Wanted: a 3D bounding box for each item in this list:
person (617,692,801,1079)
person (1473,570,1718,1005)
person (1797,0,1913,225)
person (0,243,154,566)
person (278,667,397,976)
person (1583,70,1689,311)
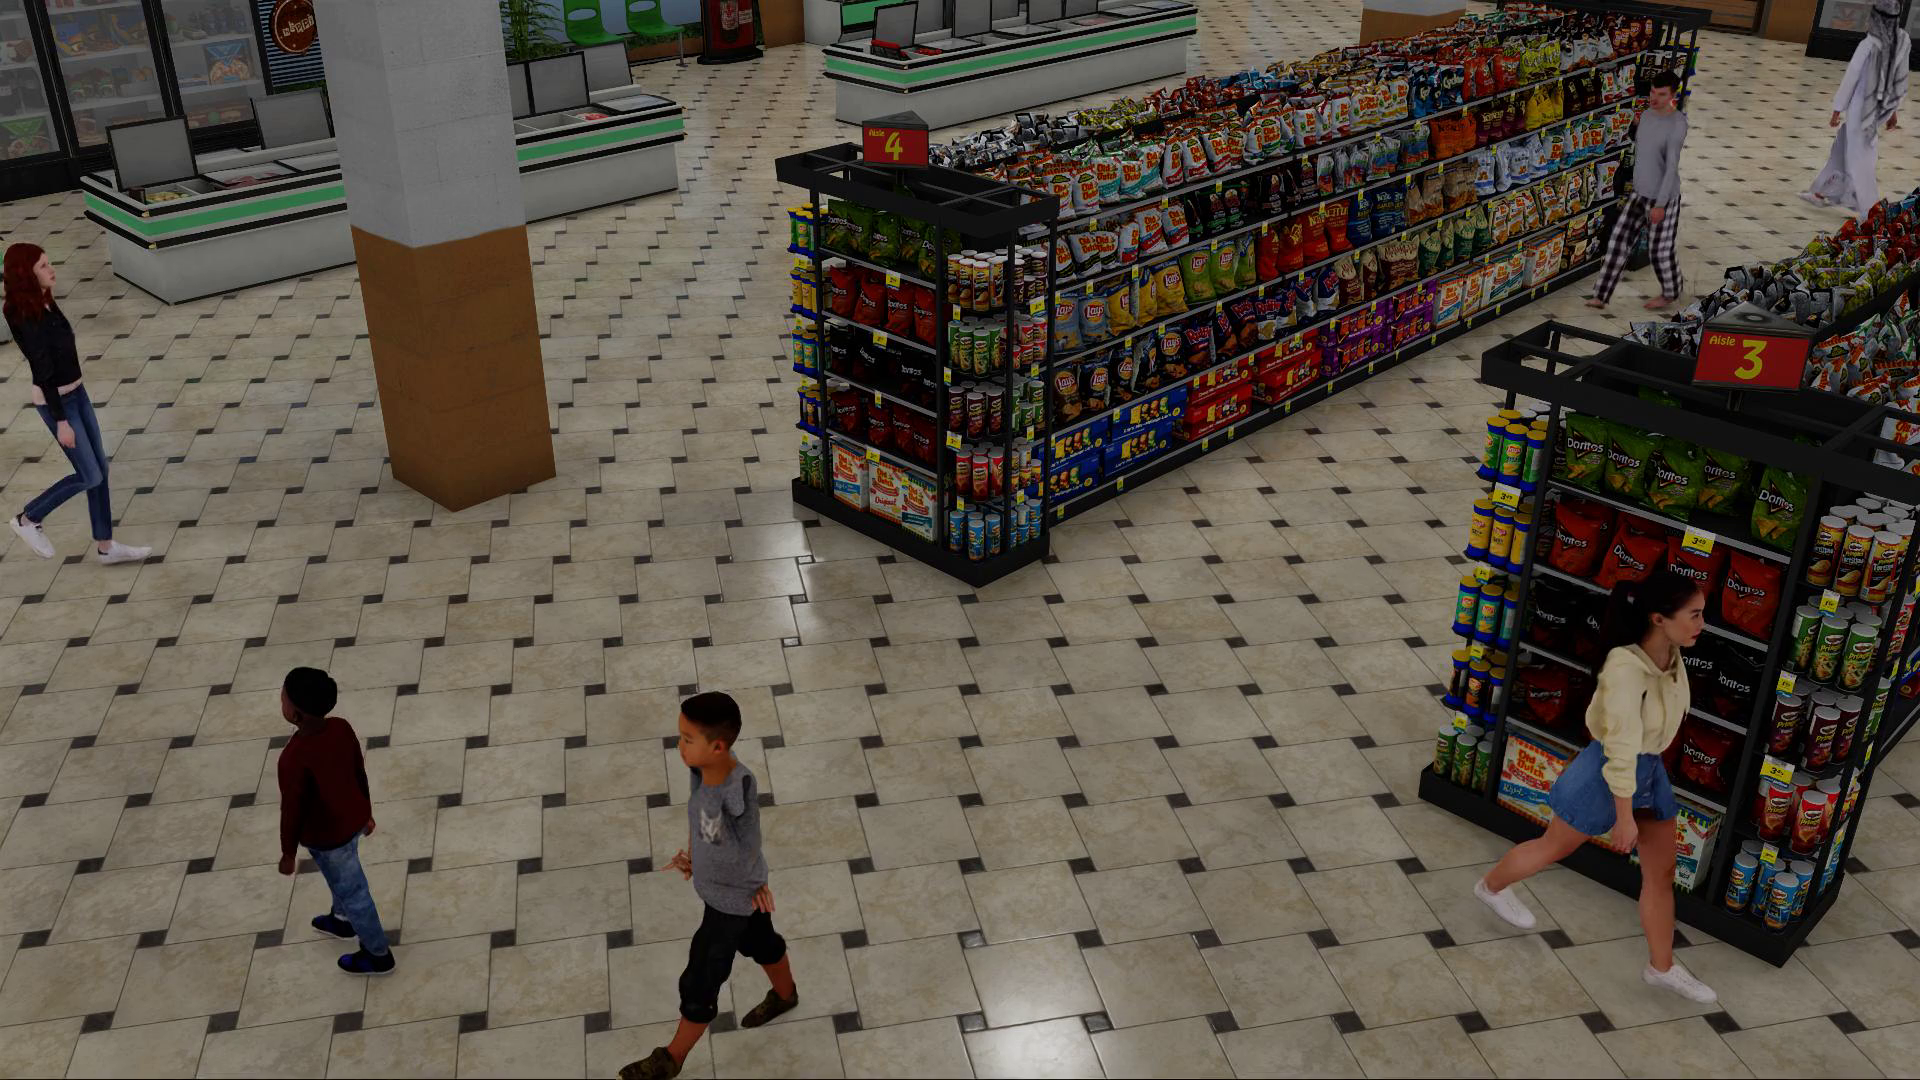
[{"bbox_3d":[-0.716,1.070,5.557,1.009,1.428,0.690,-18,32,-32],"label":"person"},{"bbox_3d":[2.227,0.831,5.855,0.710,1.584,1.062,23,35,37],"label":"person"},{"bbox_3d":[7.881,-3.628,14.333,1.315,1.869,1.089,-10,29,-19],"label":"person"},{"bbox_3d":[-4.690,-0.642,8.547,0.971,1.777,0.858,-4,27,-9],"label":"person"},{"bbox_3d":[-2.155,1.014,5.872,0.732,1.242,0.689,5,27,9],"label":"person"},{"bbox_3d":[5.190,-2.548,12.276,1.180,1.804,0.918,-8,28,-16],"label":"person"}]
